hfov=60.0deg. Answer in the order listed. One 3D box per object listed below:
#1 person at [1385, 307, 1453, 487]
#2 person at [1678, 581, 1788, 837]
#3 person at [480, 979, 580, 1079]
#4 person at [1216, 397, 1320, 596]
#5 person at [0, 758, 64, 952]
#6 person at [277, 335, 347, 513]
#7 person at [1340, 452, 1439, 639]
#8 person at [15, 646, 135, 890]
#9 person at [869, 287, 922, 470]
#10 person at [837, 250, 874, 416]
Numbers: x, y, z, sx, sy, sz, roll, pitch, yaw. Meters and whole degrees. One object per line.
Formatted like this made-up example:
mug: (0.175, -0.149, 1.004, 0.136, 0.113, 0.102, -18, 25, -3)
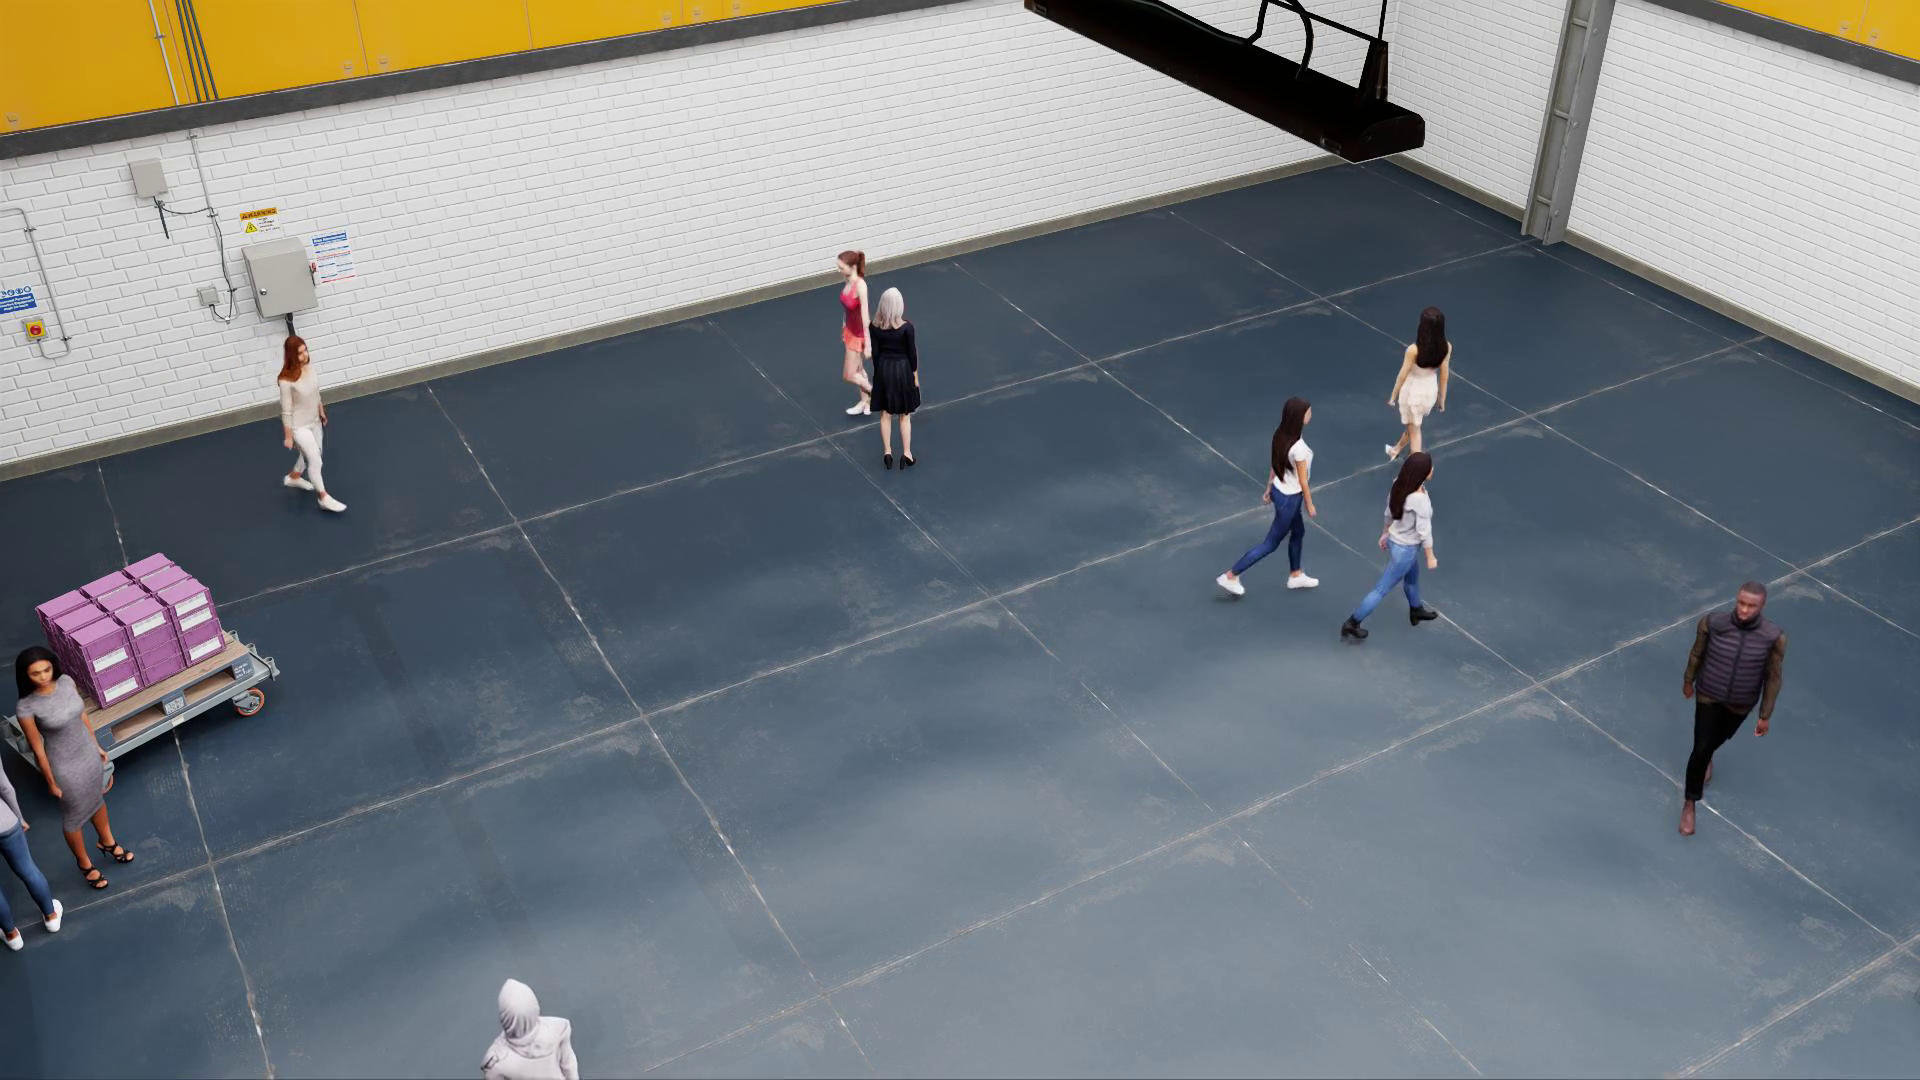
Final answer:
person: (3.974, -1.139, 14.271, 0.765, 1.705, 1.024, -8, 34, -12)
person: (5.070, 0.999, 10.979, 1.250, 1.788, 1.233, 13, 36, 19)
person: (-2.071, 2.844, 8.216, 0.641, 1.775, 0.574, -23, 40, -31)
person: (2.443, -0.276, 12.936, 0.953, 1.745, 1.115, -3, 34, -4)
person: (-5.815, 1.738, 9.916, 0.621, 1.735, 0.550, -22, 40, -30)
person: (-5.618, -0.999, 14.083, 0.993, 1.680, 0.939, 6, 34, 9)
person: (3.256, 0.095, 12.517, 0.932, 1.591, 1.088, -5, 34, -8)
person: (-5.554, 1.403, 10.379, 0.708, 1.780, 0.664, 12, 35, 17)
person: (-0.575, -1.421, 14.658, 0.696, 1.747, 0.749, 7, 34, 10)
person: (-0.879, -1.887, 15.374, 0.746, 1.730, 0.619, -12, 35, -17)
